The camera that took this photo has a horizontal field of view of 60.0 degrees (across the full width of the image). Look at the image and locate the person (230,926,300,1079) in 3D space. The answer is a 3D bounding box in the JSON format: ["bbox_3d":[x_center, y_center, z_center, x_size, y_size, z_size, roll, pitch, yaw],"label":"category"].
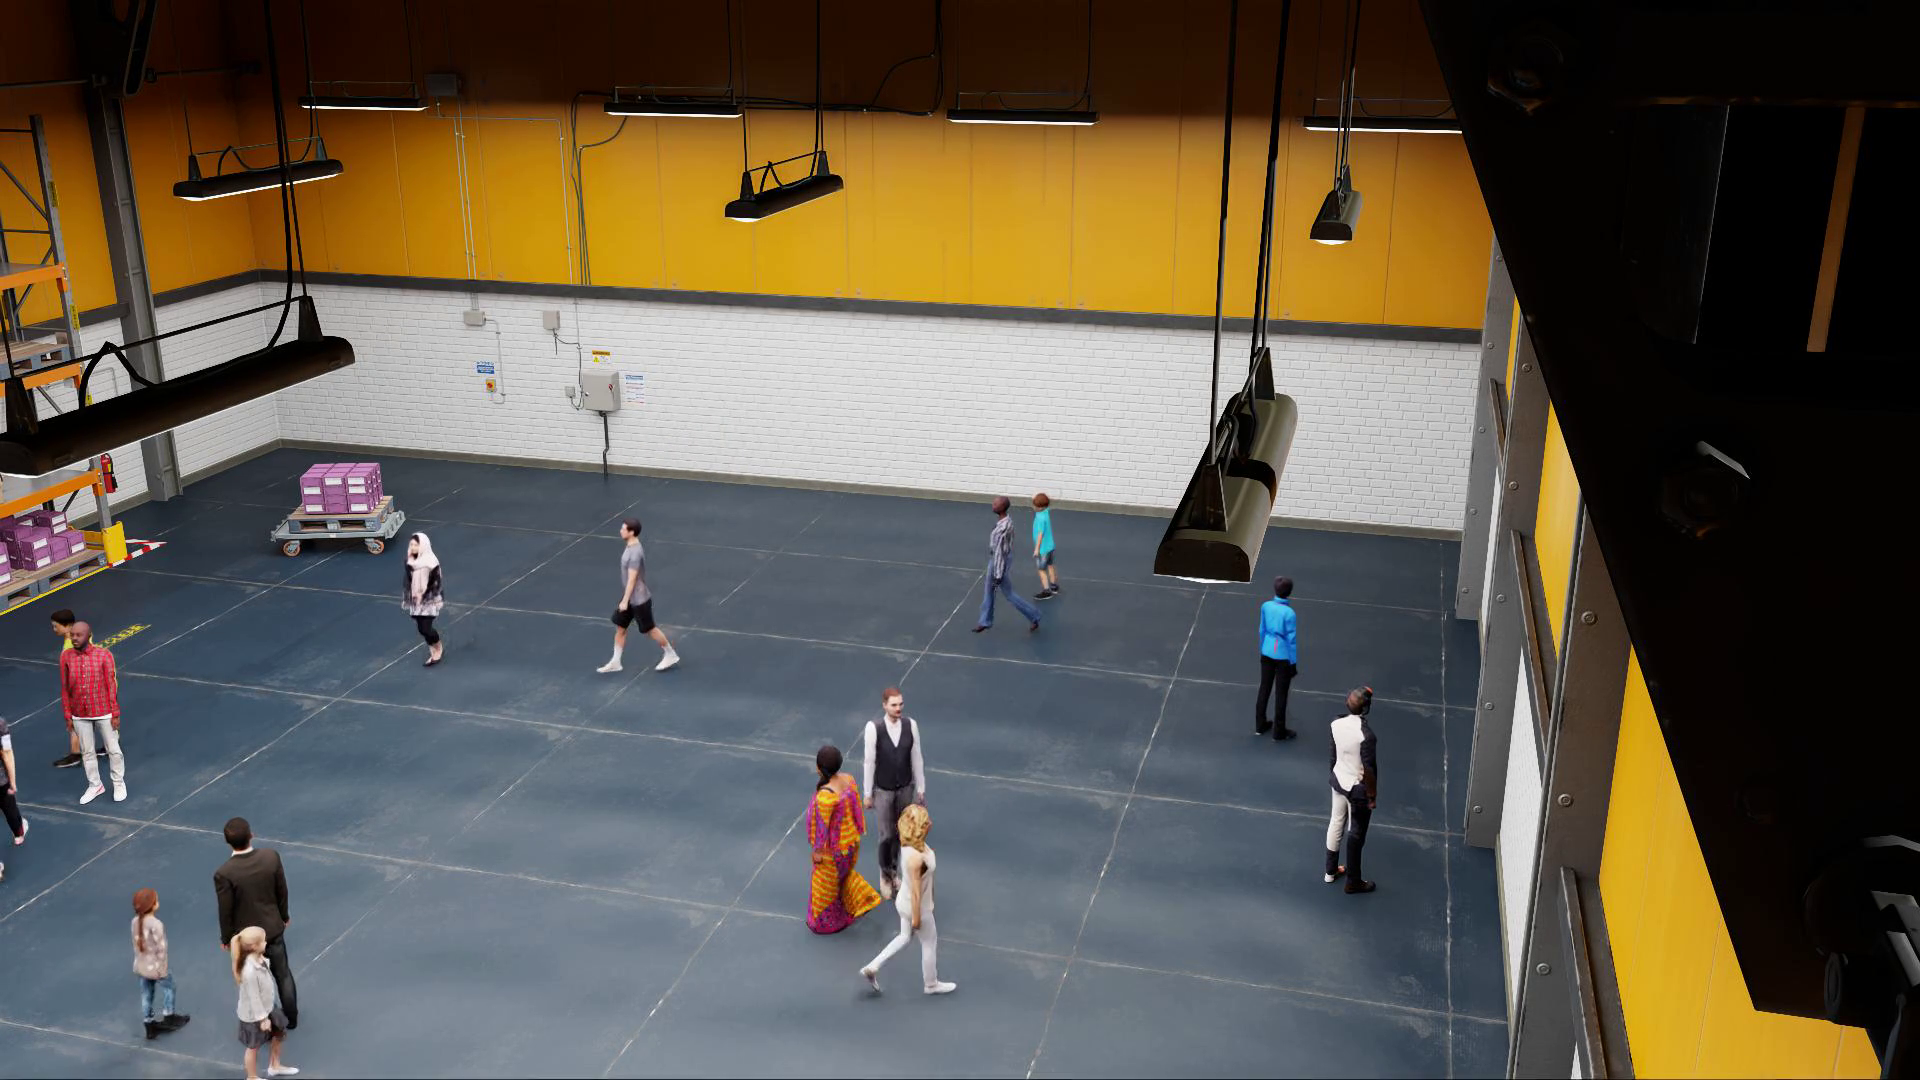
[{"bbox_3d":[-5.100,3.356,11.916,0.650,1.265,0.577,1,19,2],"label":"person"}]

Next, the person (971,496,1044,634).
[{"bbox_3d":[0.593,0.344,20.078,0.876,1.763,1.113,1,19,2],"label":"person"}]

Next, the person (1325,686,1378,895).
[{"bbox_3d":[3.417,2.155,14.497,0.822,1.893,0.766,-11,21,-29],"label":"person"}]

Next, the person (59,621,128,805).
[{"bbox_3d":[-8.410,1.643,16.131,0.746,1.820,0.732,-3,19,-9],"label":"person"}]

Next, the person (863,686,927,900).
[{"bbox_3d":[-0.626,2.132,14.519,0.812,1.923,0.858,-8,20,-23],"label":"person"}]

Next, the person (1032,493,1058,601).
[{"bbox_3d":[1.124,0.054,21.465,0.759,1.428,0.441,8,20,23],"label":"person"}]

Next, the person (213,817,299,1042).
[{"bbox_3d":[-5.257,2.894,12.445,0.808,1.802,0.656,16,25,40],"label":"person"}]

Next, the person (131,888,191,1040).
[{"bbox_3d":[-6.108,3.212,12.480,0.532,1.178,0.567,8,20,23],"label":"person"}]

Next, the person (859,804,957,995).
[{"bbox_3d":[-0.435,2.814,12.916,0.950,1.654,1.018,-4,19,-13],"label":"person"}]

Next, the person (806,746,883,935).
[{"bbox_3d":[-0.988,2.502,13.840,0.723,1.655,0.807,4,19,13],"label":"person"}]

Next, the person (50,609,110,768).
[{"bbox_3d":[-8.817,1.463,16.893,0.995,1.676,0.943,-8,20,-22],"label":"person"}]

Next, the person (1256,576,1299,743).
[{"bbox_3d":[3.310,1.224,17.412,0.719,1.797,0.695,-15,23,-37],"label":"person"}]

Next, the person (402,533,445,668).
[{"bbox_3d":[-6.172,0.671,19.323,0.699,1.626,0.735,9,21,25],"label":"person"}]

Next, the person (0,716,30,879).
[{"bbox_3d":[-8.623,2.182,14.695,1.043,1.716,1.187,-7,20,-20],"label":"person"}]

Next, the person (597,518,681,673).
[{"bbox_3d":[-3.610,0.655,19.028,1.176,1.844,1.183,-8,20,-22],"label":"person"}]
